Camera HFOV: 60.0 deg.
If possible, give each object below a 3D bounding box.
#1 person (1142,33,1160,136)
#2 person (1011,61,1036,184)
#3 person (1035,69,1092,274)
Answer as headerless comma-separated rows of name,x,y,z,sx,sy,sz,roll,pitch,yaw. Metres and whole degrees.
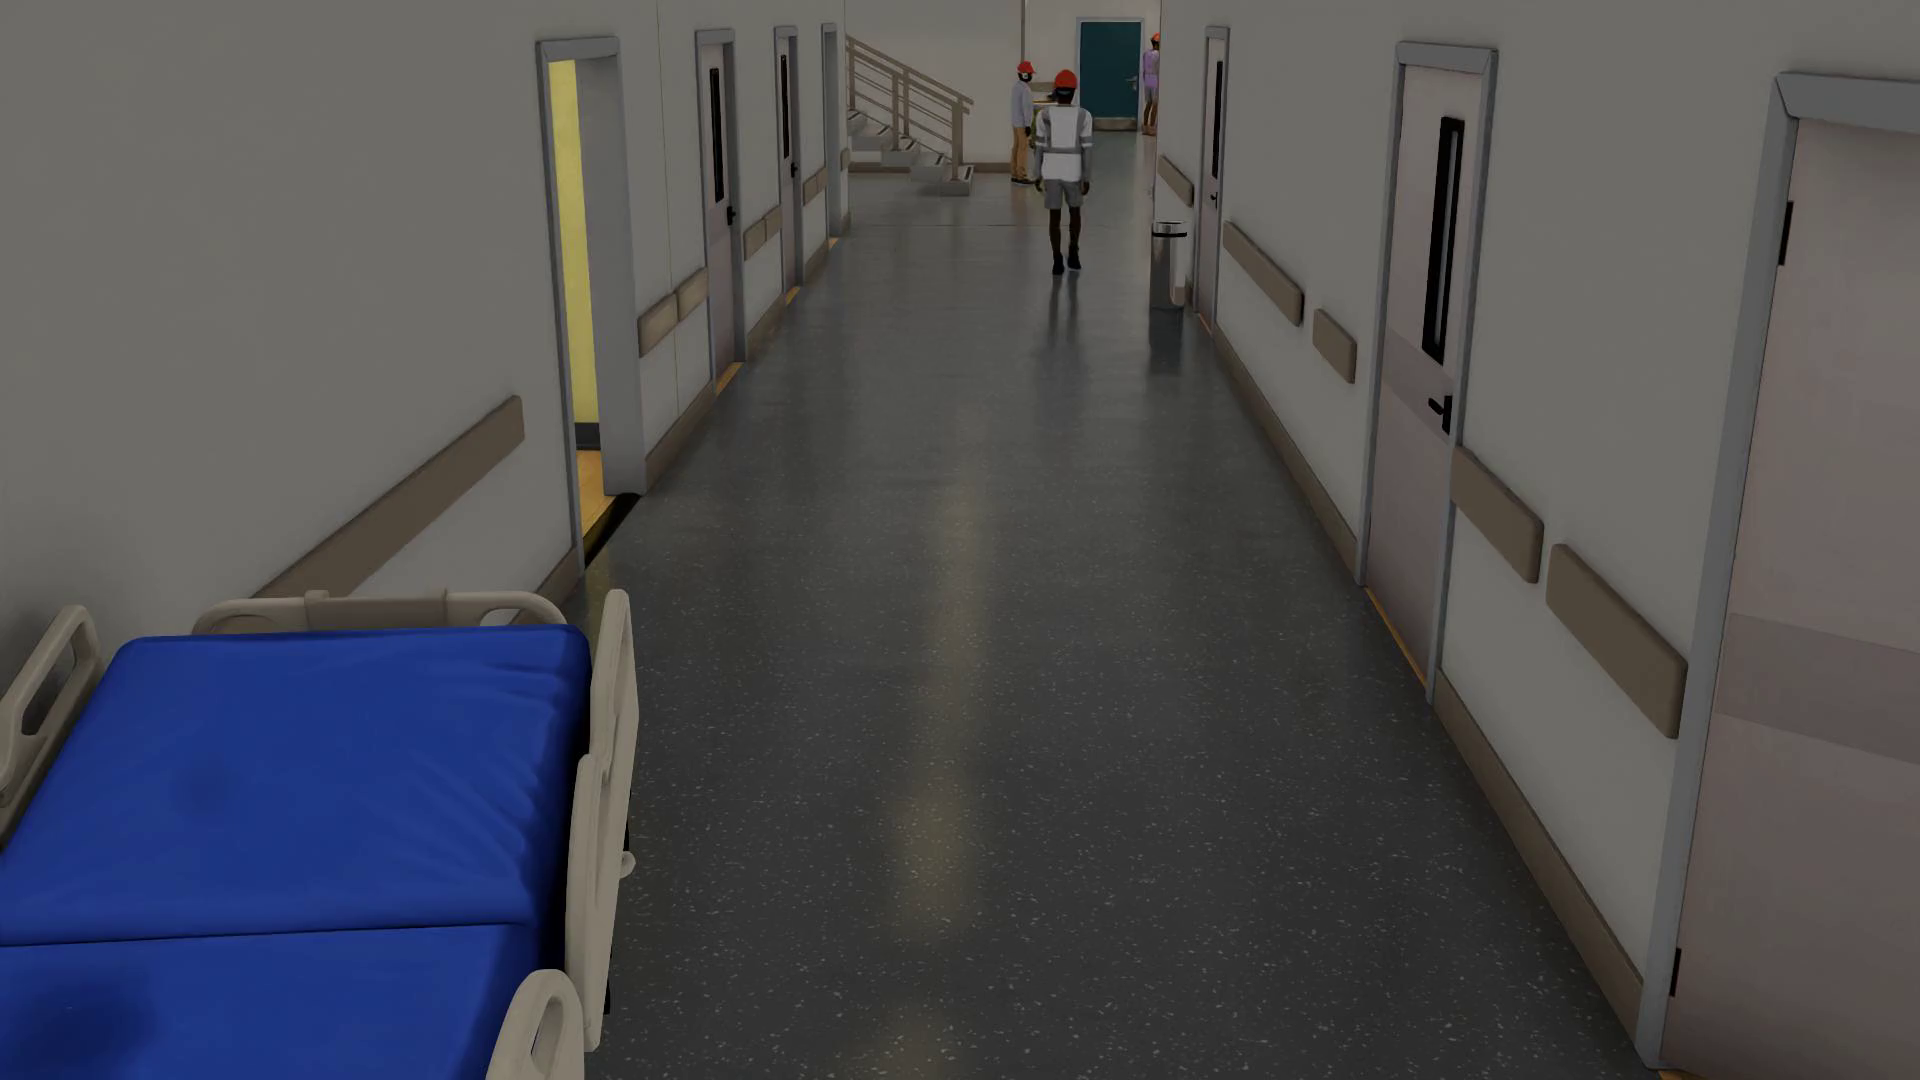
person,3.954,-9.233,33.740,0.409,2.028,0.615,-11,21,-30
person,0.935,-6.098,24.323,0.342,1.751,0.564,-5,18,-16
person,0.987,-3.532,16.007,0.544,1.919,0.577,1,18,3
